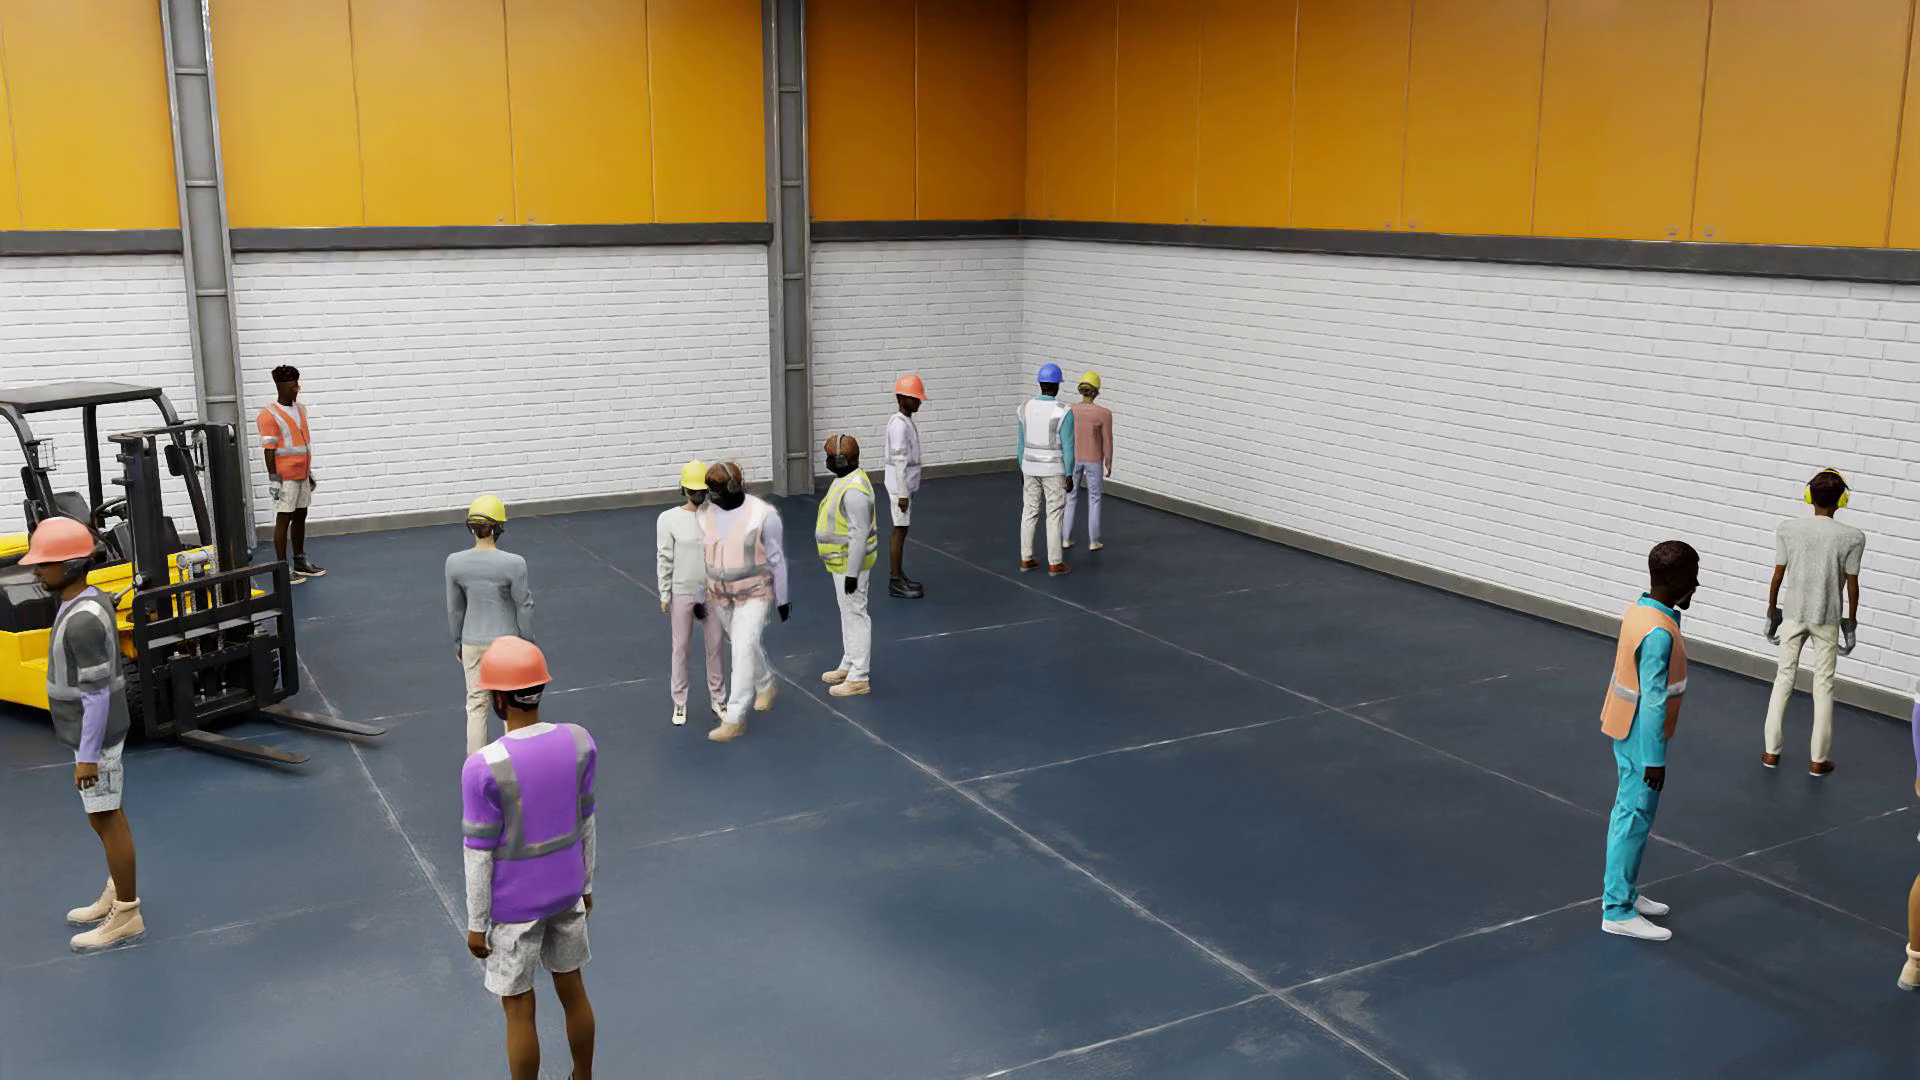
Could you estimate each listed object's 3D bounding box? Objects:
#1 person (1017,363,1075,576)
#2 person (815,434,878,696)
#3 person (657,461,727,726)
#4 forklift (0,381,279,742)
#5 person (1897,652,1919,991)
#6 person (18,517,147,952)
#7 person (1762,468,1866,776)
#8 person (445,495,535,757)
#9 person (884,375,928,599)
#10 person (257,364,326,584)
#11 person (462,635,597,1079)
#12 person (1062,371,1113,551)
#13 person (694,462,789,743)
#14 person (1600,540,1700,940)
[{"bbox_3d":[0.796,-0.645,15.242,0.603,1.938,0.425,9,15,35],"label":"person"},{"bbox_3d":[-0.795,0.170,11.647,0.430,1.840,0.619,-2,12,-9],"label":"person"},{"bbox_3d":[-1.729,0.345,10.996,0.532,1.766,0.316,-4,13,-20],"label":"person"},{"bbox_3d":[-5.853,0.085,11.199,2.313,2.155,1.214,7,14,28],"label":"forklift"},{"bbox_3d":[4.374,1.028,7.127,0.358,2.047,0.615,-4,13,-17],"label":"person"},{"bbox_3d":[-4.081,0.897,7.756,0.381,2.042,0.610,-6,14,-28],"label":"person"},{"bbox_3d":[5.162,0.495,10.086,0.509,1.861,0.328,9,15,36],"label":"person"},{"bbox_3d":[-2.736,0.609,9.772,0.524,1.762,0.325,2,12,9],"label":"person"},{"bbox_3d":[-0.462,-0.466,14.407,0.382,1.930,0.547,0,12,1],"label":"person"},{"bbox_3d":[-6.010,-0.600,14.952,0.361,1.963,0.618,2,12,11],"label":"person"},{"bbox_3d":[-1.592,1.298,6.148,0.388,1.930,0.544,10,16,40],"label":"person"},{"bbox_3d":[1.240,-0.767,16.239,0.532,1.755,0.341,4,13,20],"label":"person"},{"bbox_3d":[-1.433,0.349,10.946,0.652,1.784,0.974,5,13,22],"label":"person"},{"bbox_3d":[3.247,0.934,7.898,0.397,1.911,0.587,4,13,17],"label":"person"}]
